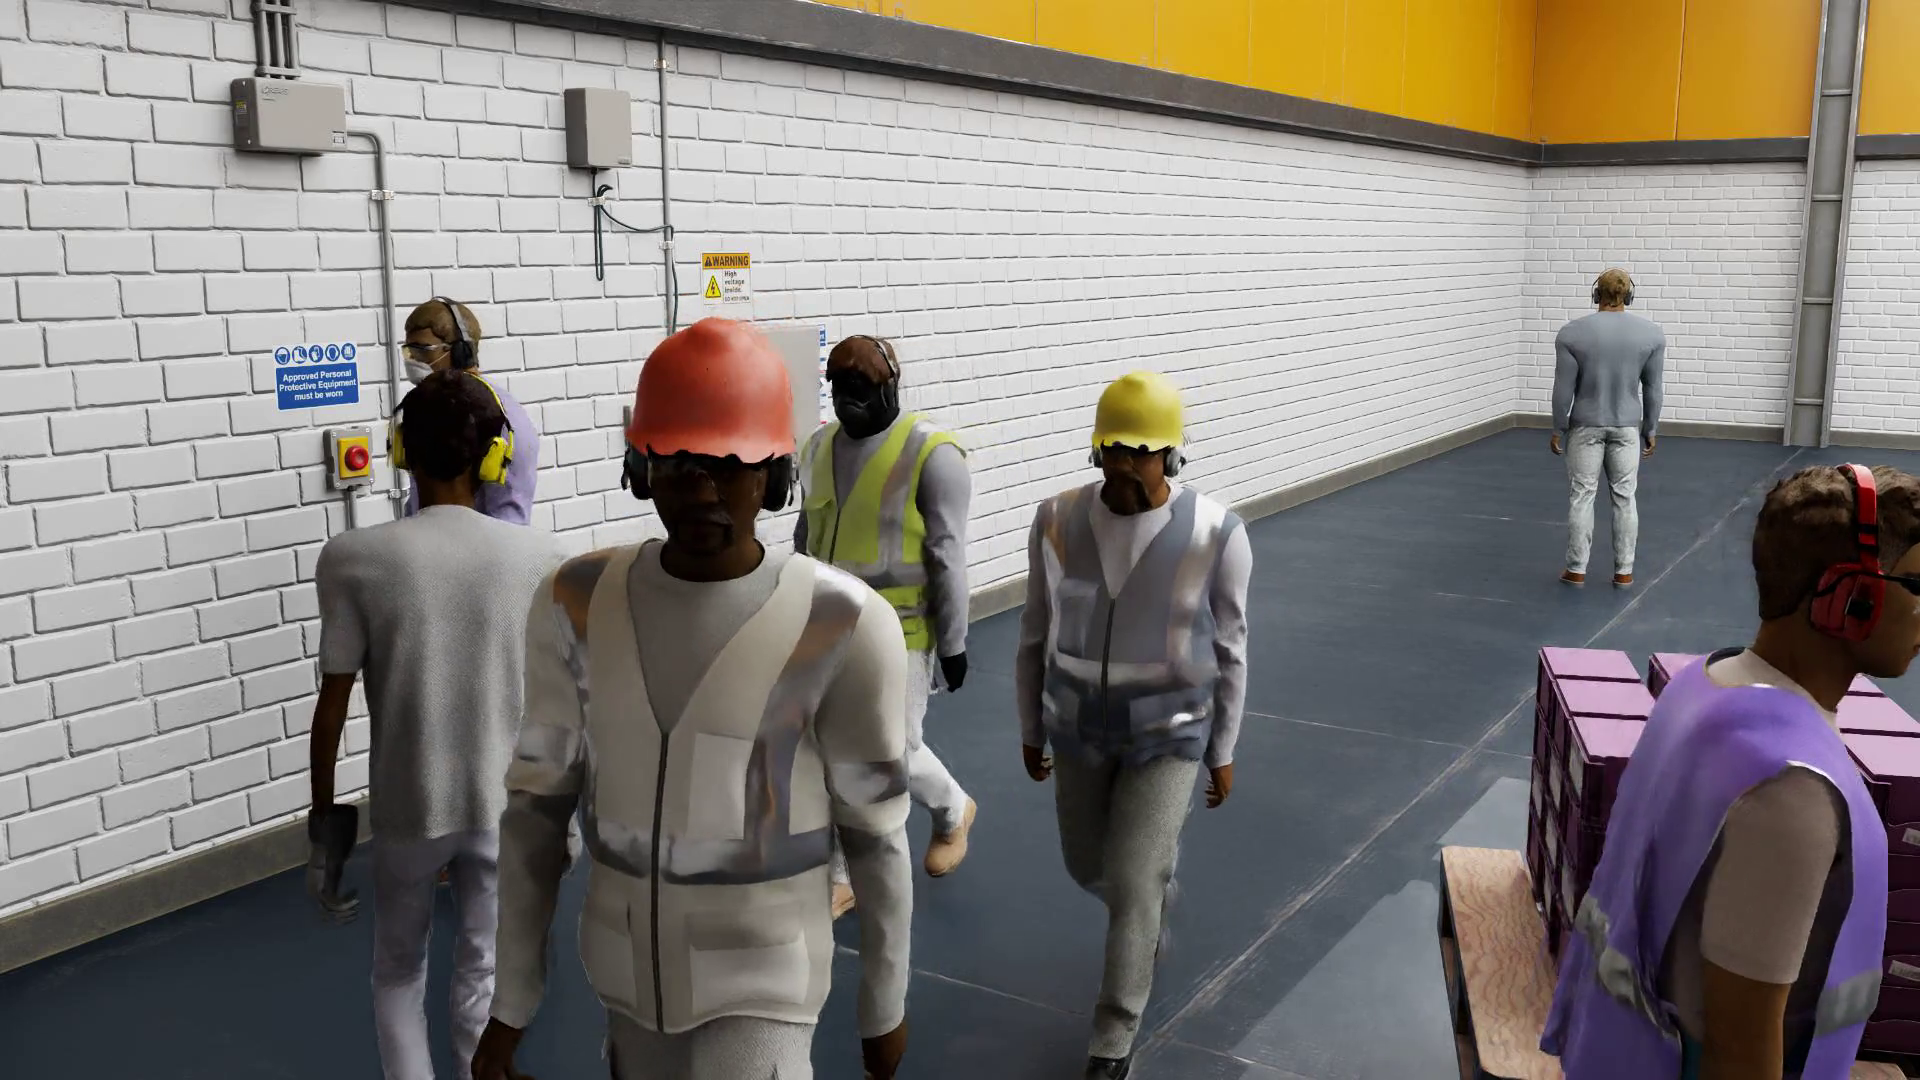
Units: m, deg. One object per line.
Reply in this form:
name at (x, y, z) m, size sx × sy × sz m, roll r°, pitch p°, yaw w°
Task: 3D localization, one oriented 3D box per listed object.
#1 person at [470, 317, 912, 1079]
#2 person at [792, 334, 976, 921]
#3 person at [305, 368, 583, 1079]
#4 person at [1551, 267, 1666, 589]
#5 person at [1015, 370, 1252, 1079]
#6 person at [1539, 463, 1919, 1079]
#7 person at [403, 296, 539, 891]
person at (-0.389, 0.656, 2.582) m, size 0.605 × 1.992 × 1.009 m, roll 4°, pitch 11°, yaw 20°
person at (-0.232, 0.269, 5.158) m, size 0.642 × 1.824 × 0.583 m, roll 8°, pitch 13°, yaw 39°
person at (-1.051, 0.573, 3.425) m, size 0.551 × 1.845 × 0.370 m, roll -4°, pitch 11°, yaw -20°
person at (3.888, -0.666, 10.038) m, size 0.632 × 1.938 × 0.359 m, roll 2°, pitch 10°, yaw 12°
person at (0.446, 0.450, 4.252) m, size 0.591 × 1.801 × 0.805 m, roll 4°, pitch 11°, yaw 23°
person at (1.016, 0.800, 2.234) m, size 0.444 × 1.820 × 0.570 m, roll 2°, pitch 10°, yaw 11°
person at (-1.564, 0.202, 5.265) m, size 0.631 × 1.933 × 0.385 m, roll 9°, pitch 14°, yaw 42°
